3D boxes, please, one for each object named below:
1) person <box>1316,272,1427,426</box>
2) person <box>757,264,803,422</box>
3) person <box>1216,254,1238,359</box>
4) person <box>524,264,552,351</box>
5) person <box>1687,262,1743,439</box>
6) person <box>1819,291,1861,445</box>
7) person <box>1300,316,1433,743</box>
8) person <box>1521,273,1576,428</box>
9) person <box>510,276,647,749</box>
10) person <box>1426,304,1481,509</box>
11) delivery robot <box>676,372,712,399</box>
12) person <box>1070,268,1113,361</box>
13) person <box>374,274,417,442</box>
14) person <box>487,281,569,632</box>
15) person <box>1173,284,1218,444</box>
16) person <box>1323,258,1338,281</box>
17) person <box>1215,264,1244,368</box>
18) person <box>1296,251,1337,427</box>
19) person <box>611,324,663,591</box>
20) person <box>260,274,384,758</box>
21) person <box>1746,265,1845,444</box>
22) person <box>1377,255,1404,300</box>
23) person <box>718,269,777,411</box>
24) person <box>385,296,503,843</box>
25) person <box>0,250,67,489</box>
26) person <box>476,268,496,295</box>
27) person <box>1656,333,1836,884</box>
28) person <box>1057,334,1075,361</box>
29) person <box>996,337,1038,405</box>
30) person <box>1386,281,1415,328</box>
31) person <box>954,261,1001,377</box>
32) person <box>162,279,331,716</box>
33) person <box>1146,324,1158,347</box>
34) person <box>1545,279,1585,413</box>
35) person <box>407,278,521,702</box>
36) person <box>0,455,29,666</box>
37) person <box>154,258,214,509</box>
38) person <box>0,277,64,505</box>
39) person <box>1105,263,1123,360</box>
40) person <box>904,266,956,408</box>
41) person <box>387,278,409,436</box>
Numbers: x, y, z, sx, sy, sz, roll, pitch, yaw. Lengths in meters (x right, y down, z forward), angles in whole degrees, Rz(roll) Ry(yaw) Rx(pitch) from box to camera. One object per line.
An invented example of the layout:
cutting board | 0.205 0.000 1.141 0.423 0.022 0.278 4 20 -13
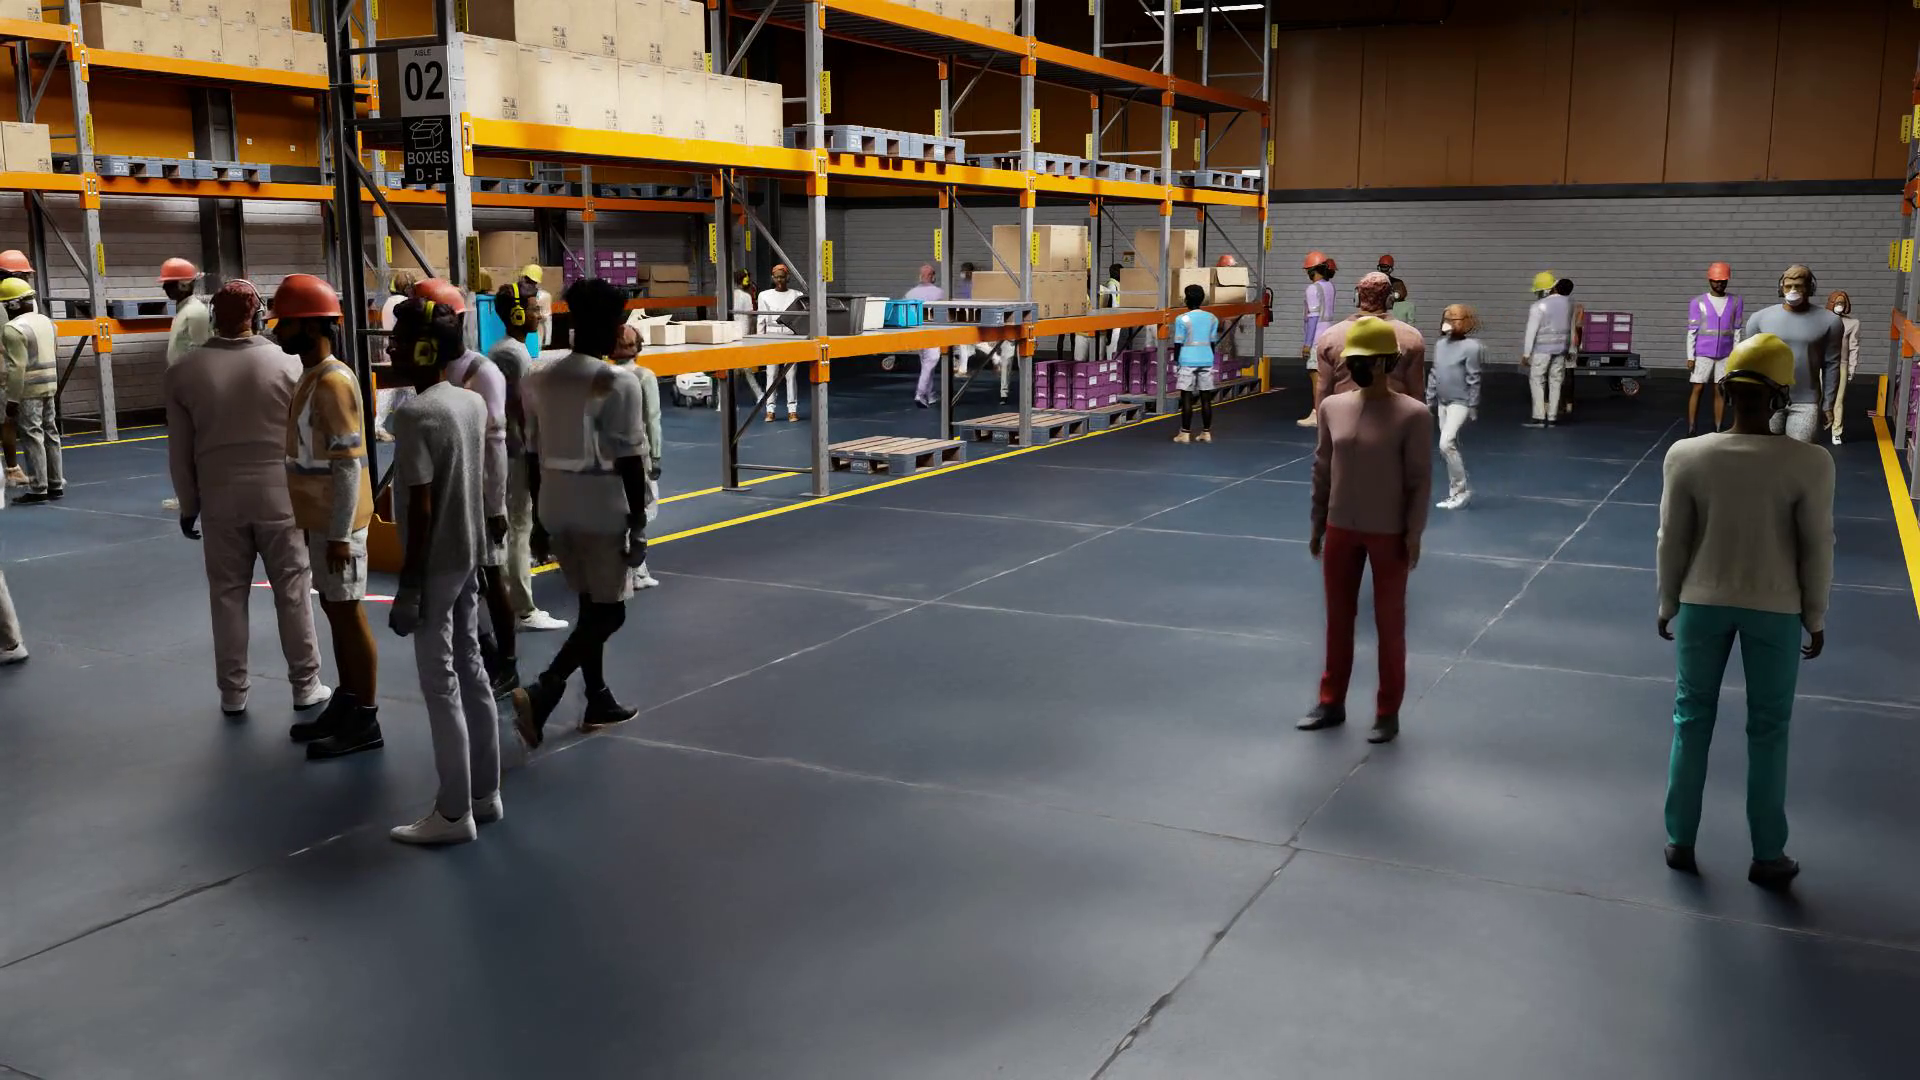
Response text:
person | 2.458 -0.642 9.983 0.642 1.909 0.408 3 10 17
person | -2.135 -2.350 19.934 0.583 1.882 0.338 -1 10 -7
person | 4.152 -3.438 25.906 0.376 1.996 0.612 4 11 21
person | -5.587 -2.627 21.581 0.674 1.879 0.546 1 10 8
person | 8.073 -2.001 17.806 0.547 1.930 0.407 1 10 8
person | 9.221 -1.817 17.601 0.496 1.629 0.277 4 11 21
person | 1.684 -0.041 6.911 0.531 1.767 0.326 8 13 40
person | 6.799 -2.175 19.215 0.659 1.790 0.418 -3 10 -15
person | -1.570 -0.092 6.751 0.618 1.941 0.784 6 12 32
person | 3.875 -1.042 13.106 0.418 1.622 0.498 -3 10 -19
delivery robot | -3.487 -2.055 21.795 0.477 0.478 0.707 -4 10 -22
person | 1.812 -2.847 22.965 0.625 1.836 0.429 -1 10 -3
person | -5.972 -1.952 17.884 0.647 1.799 0.947 10 14 44
person | -2.361 -0.445 8.943 0.335 1.873 0.521 -5 11 -29
person | 2.488 -1.859 17.646 0.536 1.699 0.319 -4 11 -24
person | 5.808 -3.509 26.491 0.377 1.933 0.550 2 10 10
person | 4.251 -3.502 26.607 1.025 1.891 0.656 -8 13 -40
person | 4.151 -2.339 19.420 0.395 2.040 0.609 7 12 35
person | -2.035 -0.475 9.890 0.553 1.602 0.602 5 11 29
person | -2.563 -0.092 6.705 0.372 1.939 0.544 -5 11 -29
person | 5.839 -0.961 11.732 0.635 1.937 0.353 5 11 27
person | 6.465 -3.348 25.390 0.623 1.992 0.397 4 10 20
person | -2.769 -2.590 21.534 0.985 1.808 0.492 -7 12 -36
person | -1.799 0.109 5.727 0.319 1.874 0.532 2 10 12
person | -8.021 -1.441 14.214 0.605 2.044 0.374 4 10 21
person | -3.786 -1.182 13.093 0.608 1.906 0.438 6 12 32
person | 2.522 0.223 5.379 0.524 1.769 0.314 7 12 35
person | 1.893 -3.960 29.099 0.553 1.935 0.365 3 10 18
person | 0.754 -2.703 22.158 0.588 1.823 0.403 0 10 0
person | 6.060 -2.774 23.109 0.507 1.631 0.266 7 12 34
person | 0.278 -3.605 27.193 0.871 1.907 0.646 -7 12 -33
person | -3.103 -0.180 7.308 0.638 1.909 0.407 -3 10 -14
person | 2.938 -3.188 24.786 0.337 1.882 0.583 -4 11 -24
person | 7.618 -2.453 21.073 0.535 1.697 0.318 1 10 8
person | -2.228 -0.203 7.440 0.647 1.907 0.495 7 12 37
person | -4.706 -0.141 7.898 0.323 1.646 0.516 -7 12 -37
person | -6.044 -1.230 13.154 0.575 1.981 0.642 -7 12 -36
person | -7.498 -1.191 13.394 0.403 1.826 0.588 0 10 0
person | 2.623 -3.711 27.928 0.429 1.846 0.629 2 10 11
person | -0.427 -2.680 21.932 0.634 1.865 0.996 5 11 29
person | -6.098 -1.998 18.236 0.321 1.767 0.533 -2 10 -11
